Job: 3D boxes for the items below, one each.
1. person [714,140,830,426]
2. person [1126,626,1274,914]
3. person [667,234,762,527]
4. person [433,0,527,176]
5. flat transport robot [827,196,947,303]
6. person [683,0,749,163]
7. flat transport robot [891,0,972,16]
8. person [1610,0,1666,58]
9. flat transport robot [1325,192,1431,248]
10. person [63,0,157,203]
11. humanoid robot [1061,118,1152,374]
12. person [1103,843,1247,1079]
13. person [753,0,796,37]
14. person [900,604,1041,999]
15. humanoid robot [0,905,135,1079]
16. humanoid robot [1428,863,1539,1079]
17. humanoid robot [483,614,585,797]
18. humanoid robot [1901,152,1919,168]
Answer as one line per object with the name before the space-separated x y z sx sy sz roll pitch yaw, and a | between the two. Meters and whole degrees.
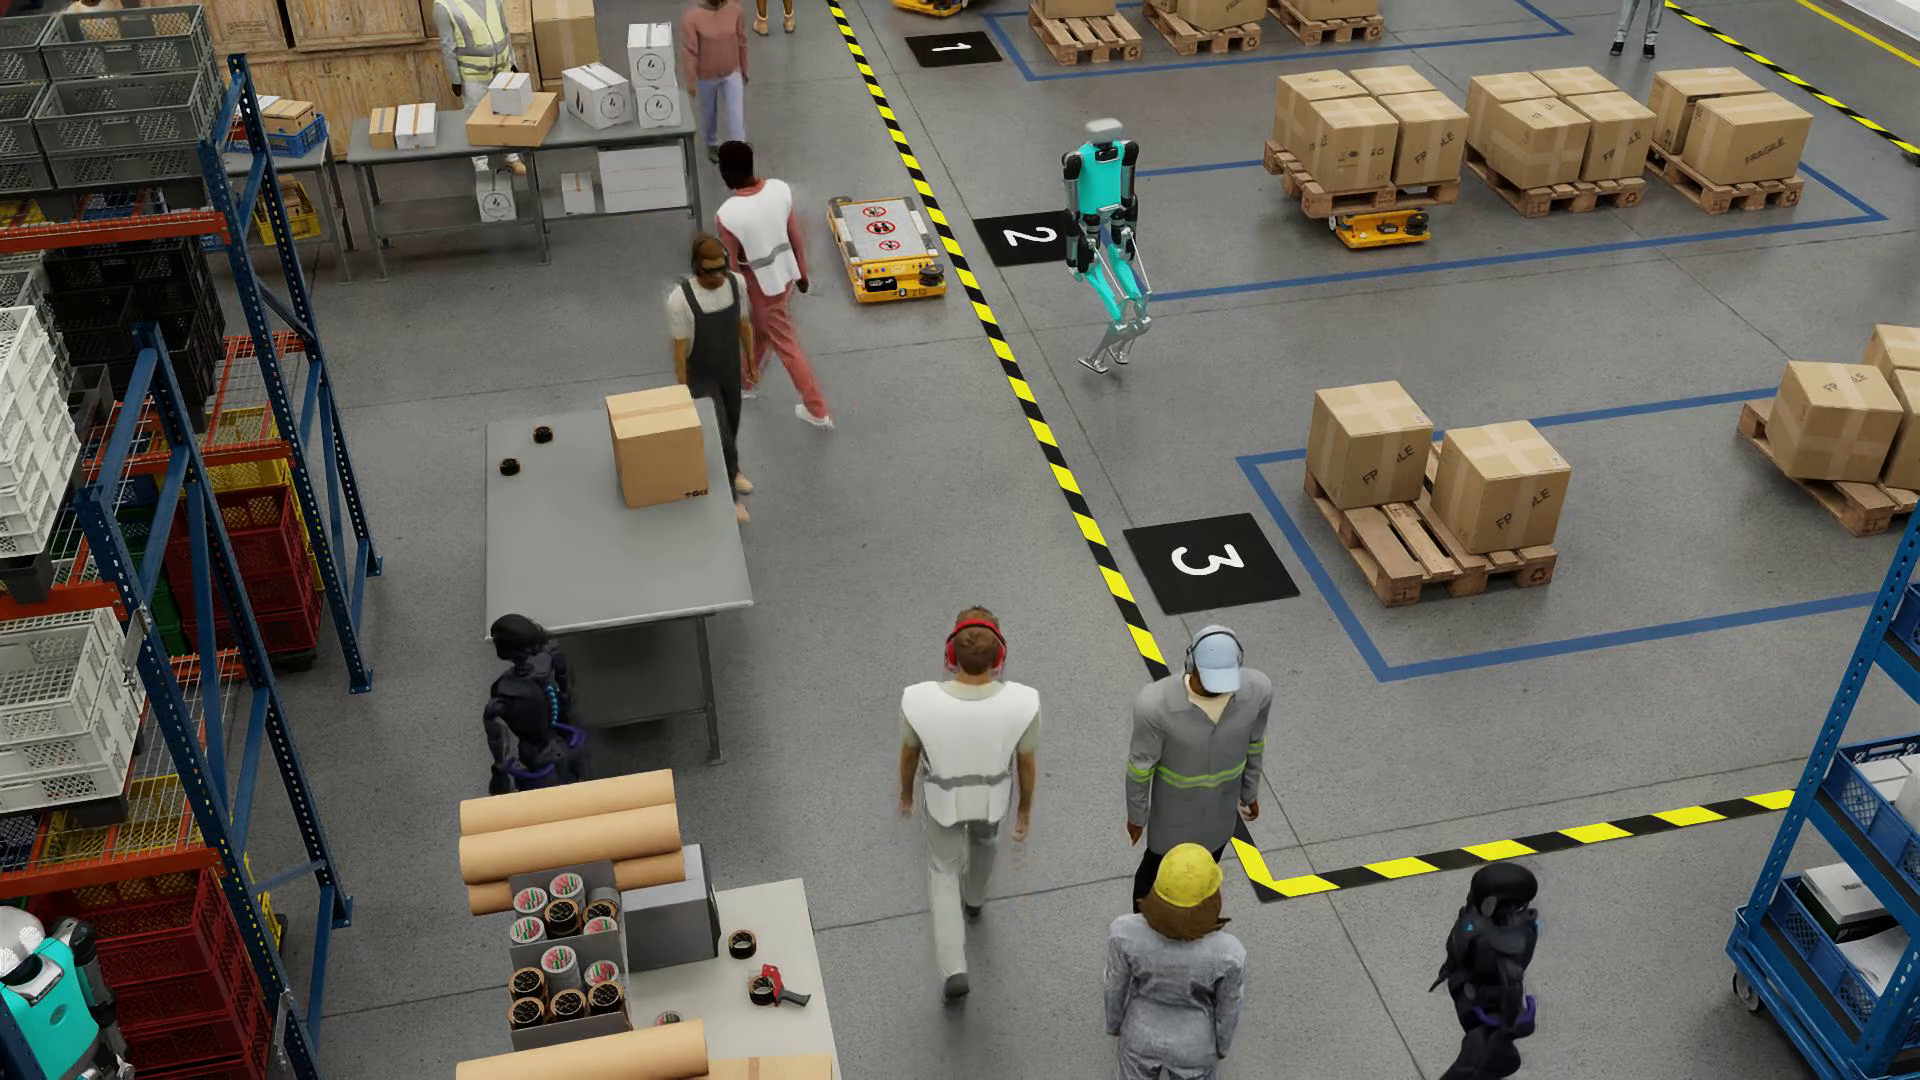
person | -1.219 -1.600 10.371 0.946 1.864 0.608 18 40 23
person | 0.965 1.073 6.785 0.596 1.850 0.396 -9 38 -12
person | -1.363 -0.910 9.486 0.569 1.810 0.715 -29 46 -33
person | -3.798 -3.748 13.272 0.429 1.841 0.635 28 45 32
flat transport robot | -0.570 -2.220 12.538 0.659 0.231 1.431 -8 37 -10
person | -1.946 -3.759 13.391 0.539 1.715 0.925 -12 38 -16
flat transport robot | -0.060 -5.804 17.332 0.652 0.197 1.431 20 41 24
person | 6.517 -5.434 15.546 0.600 1.830 0.404 10 38 13
flat transport robot | 3.134 -2.740 13.213 0.652 0.197 1.431 -8 37 -10
person | -6.608 -3.600 13.011 0.446 1.912 0.561 14 39 18
humanoid robot | 1.002 -1.816 10.656 0.533 1.672 0.735 -17 40 -22
person | 0.752 1.743 5.977 0.486 1.740 0.310 9 38 12
person | -1.872 -5.885 15.984 0.605 2.038 0.390 -9 38 -12
person | 0.042 1.069 6.812 0.559 1.820 0.815 -5 37 -6
humanoid robot | -3.224 1.847 5.728 0.735 1.677 0.533 12 38 15
humanoid robot | 1.864 1.716 6.089 0.742 1.617 0.593 -3 37 -3
humanoid robot | -1.778 1.003 7.027 0.370 1.650 0.612 14 39 18
humanoid robot | 8.063 -3.638 13.315 0.603 1.638 0.792 -14 39 -19
